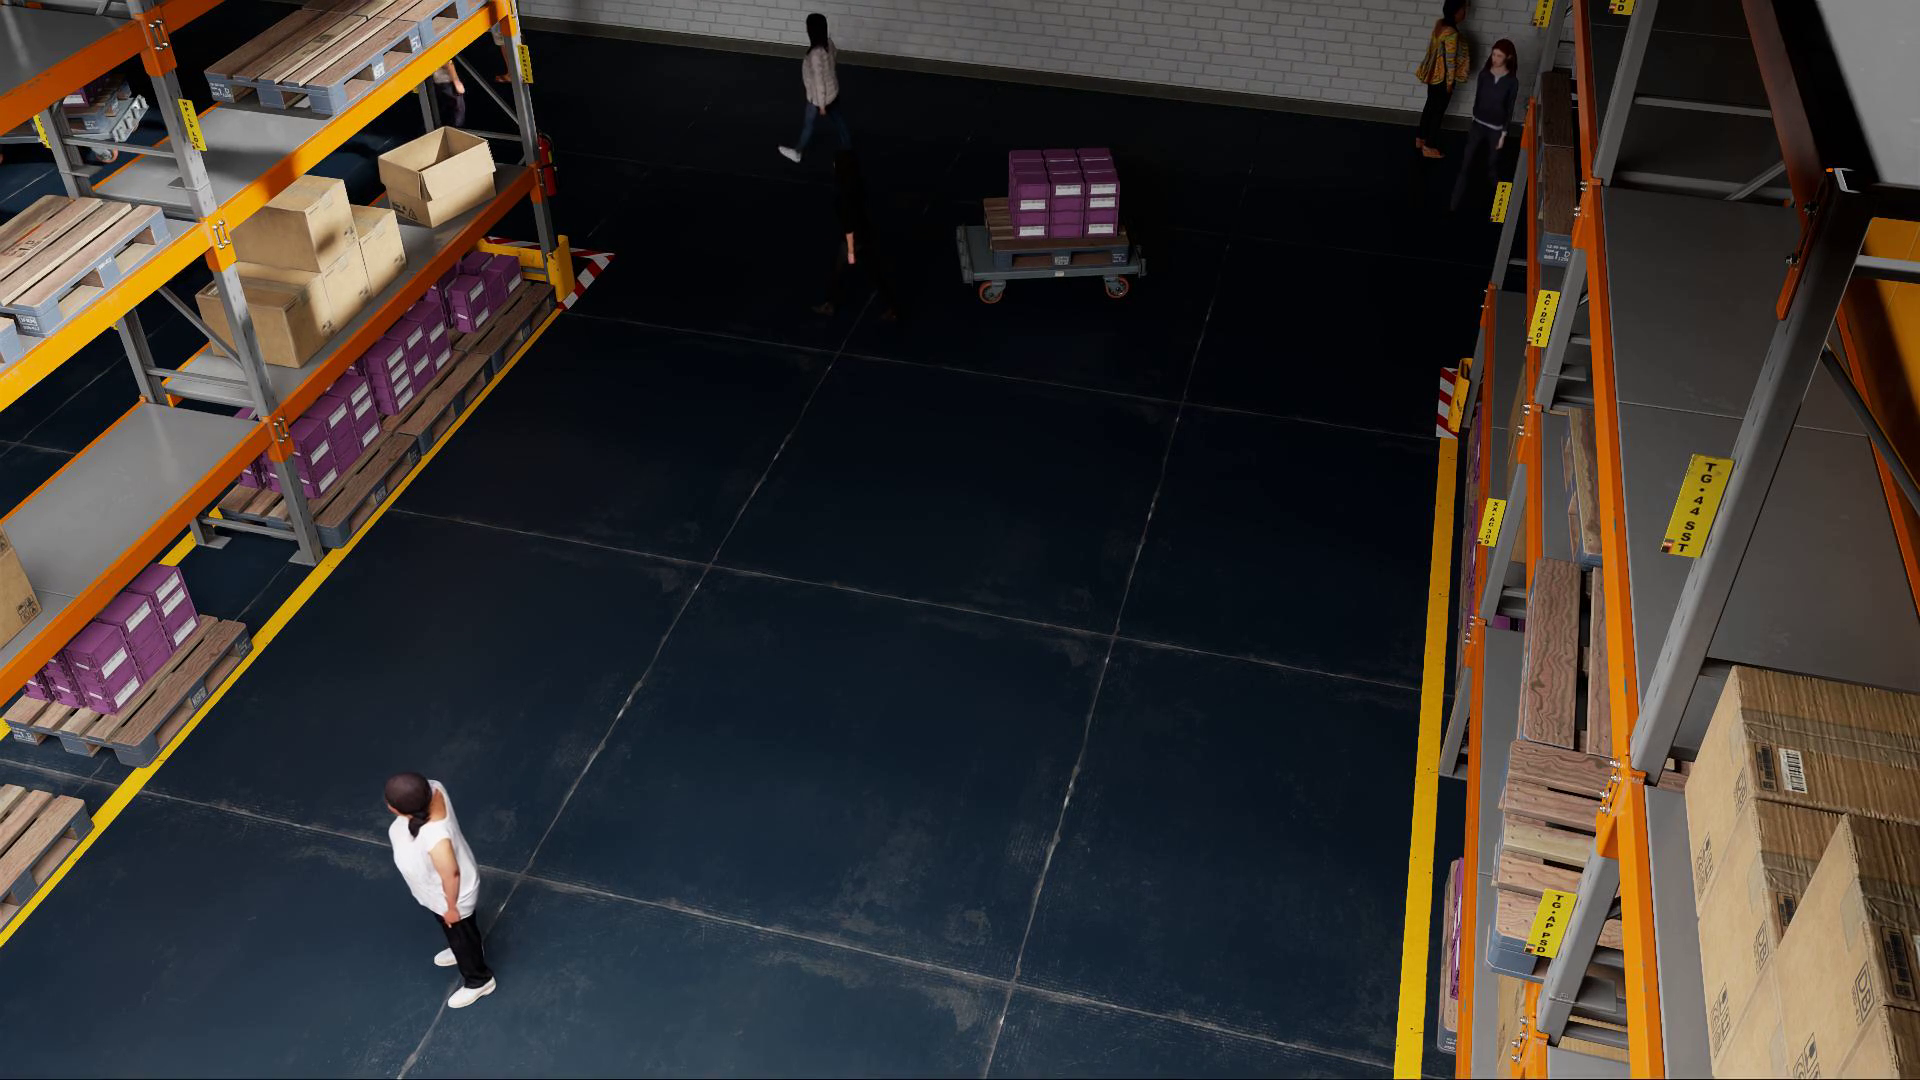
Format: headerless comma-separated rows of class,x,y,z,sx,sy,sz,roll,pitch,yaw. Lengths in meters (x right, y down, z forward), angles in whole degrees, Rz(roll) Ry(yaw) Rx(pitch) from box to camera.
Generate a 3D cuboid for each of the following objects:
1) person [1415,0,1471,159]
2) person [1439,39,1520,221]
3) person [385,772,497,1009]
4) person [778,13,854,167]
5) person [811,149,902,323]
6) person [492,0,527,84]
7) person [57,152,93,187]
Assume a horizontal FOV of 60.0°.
person,4.912,-4.733,16.974,0.885,1.655,0.807,-3,39,-4
person,5.107,-3.919,15.903,0.949,1.719,1.234,28,46,31
person,-2.739,1.798,8.771,0.823,1.686,0.742,-14,41,-17
person,-1.294,-4.452,16.671,0.790,1.594,1.040,15,41,18
person,-0.809,-2.547,14.285,0.778,1.594,1.051,16,41,19
person,-5.069,-6.024,18.423,0.725,1.864,0.536,14,41,17
person,-7.591,-2.796,14.706,0.745,1.459,0.683,-18,42,-21
